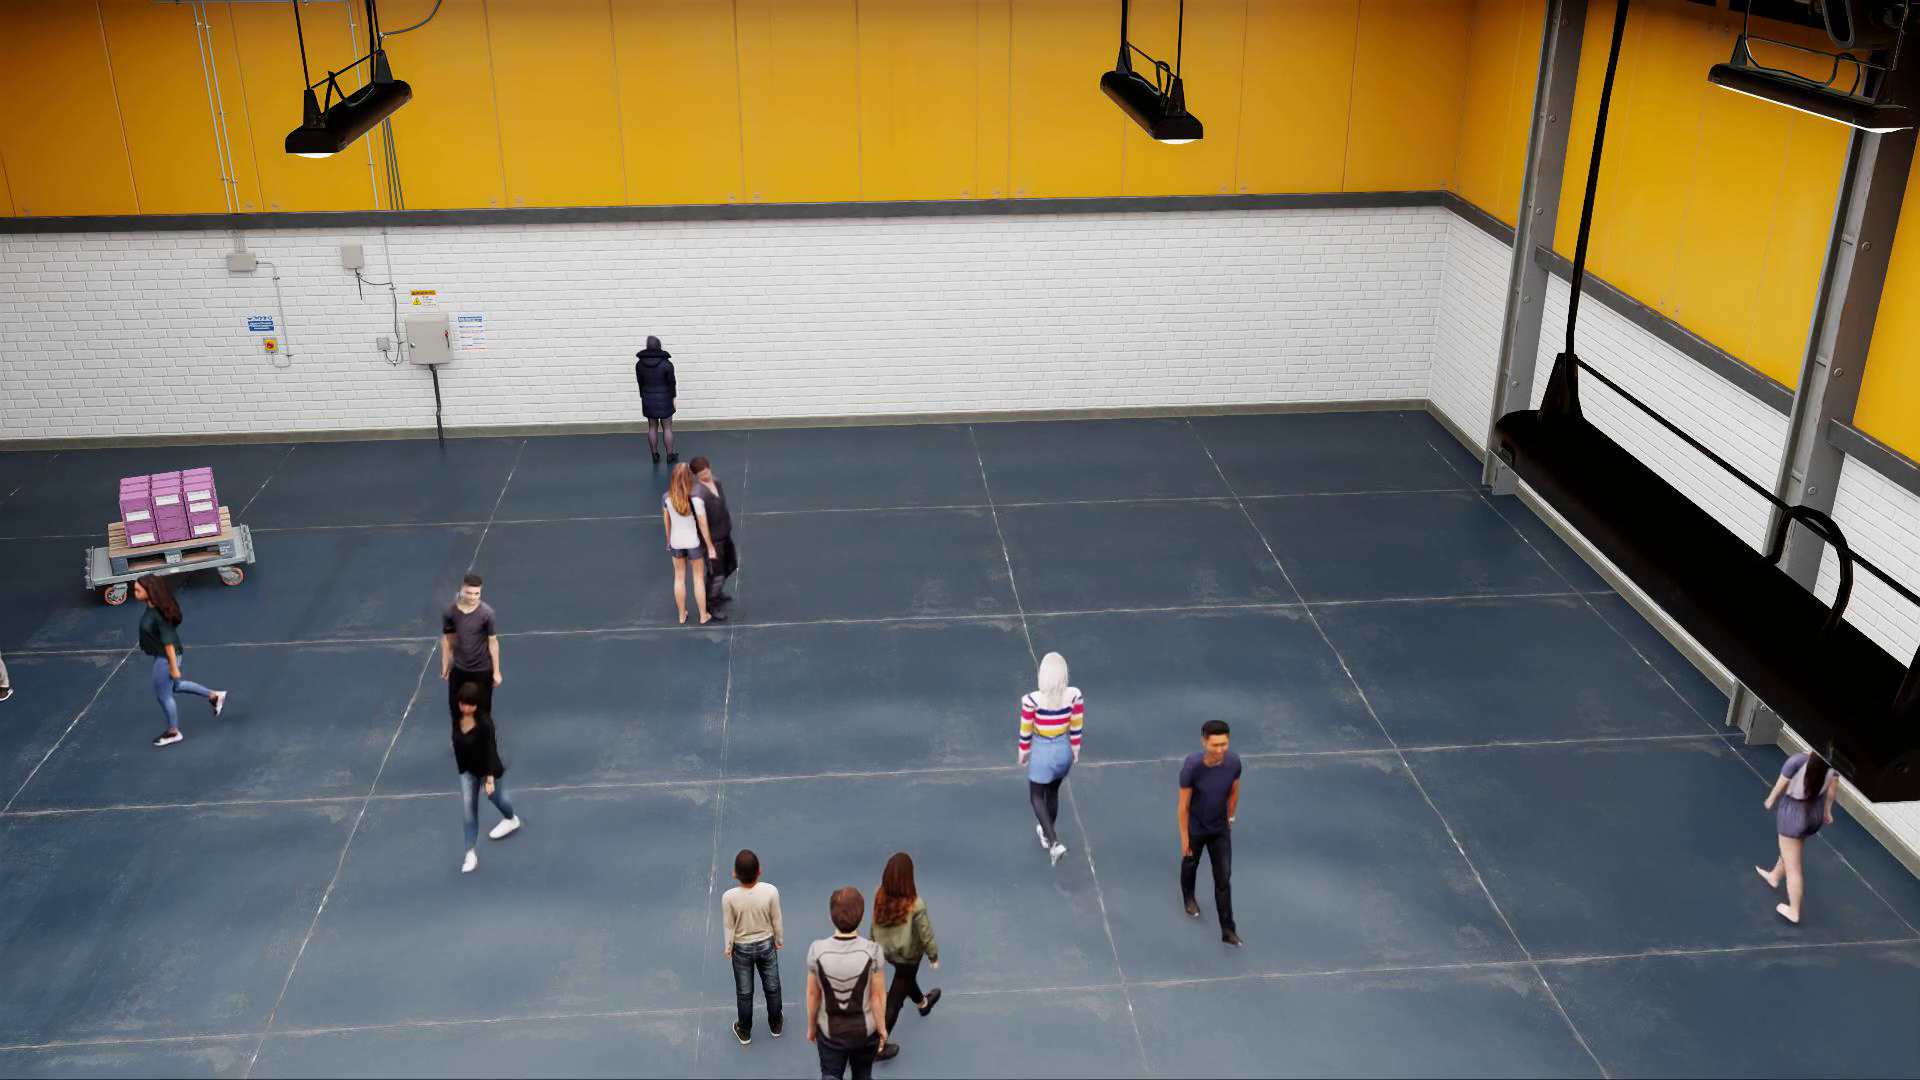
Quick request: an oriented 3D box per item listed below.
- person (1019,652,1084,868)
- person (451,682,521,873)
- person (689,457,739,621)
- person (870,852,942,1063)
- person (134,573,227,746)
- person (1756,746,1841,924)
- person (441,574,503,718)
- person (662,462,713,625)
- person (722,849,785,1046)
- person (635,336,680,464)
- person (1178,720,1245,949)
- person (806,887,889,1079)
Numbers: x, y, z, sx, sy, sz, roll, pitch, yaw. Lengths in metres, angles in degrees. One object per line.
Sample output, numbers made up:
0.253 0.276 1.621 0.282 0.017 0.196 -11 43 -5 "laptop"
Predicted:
0.723 1.722 12.939 0.744 1.791 1.013 -5 24 -12 "person"
-3.756 1.764 13.099 0.886 1.586 1.133 10 25 21 "person"
-2.506 -0.023 16.920 0.968 1.799 0.765 2 24 5 "person"
-0.433 2.778 10.973 1.016 1.430 1.104 18 29 35 "person"
-6.958 1.029 14.763 0.932 1.600 0.961 -17 29 -33 "person"
6.268 2.098 12.283 0.663 1.627 0.890 -6 24 -13 "person"
-4.240 1.083 14.457 0.726 1.745 0.667 4 24 9 "person"
-2.774 0.037 16.868 0.635 1.732 0.605 3 24 6 "person"
-1.376 2.709 11.087 0.580 1.465 0.560 -6 24 -14 "person"
-3.841 -1.787 21.113 0.734 1.674 0.725 4 24 9 "person"
1.765 2.057 12.225 0.716 1.749 1.068 -5 24 -10 "person"
-0.671 2.965 9.988 0.694 1.878 1.028 0 24 0 "person"
